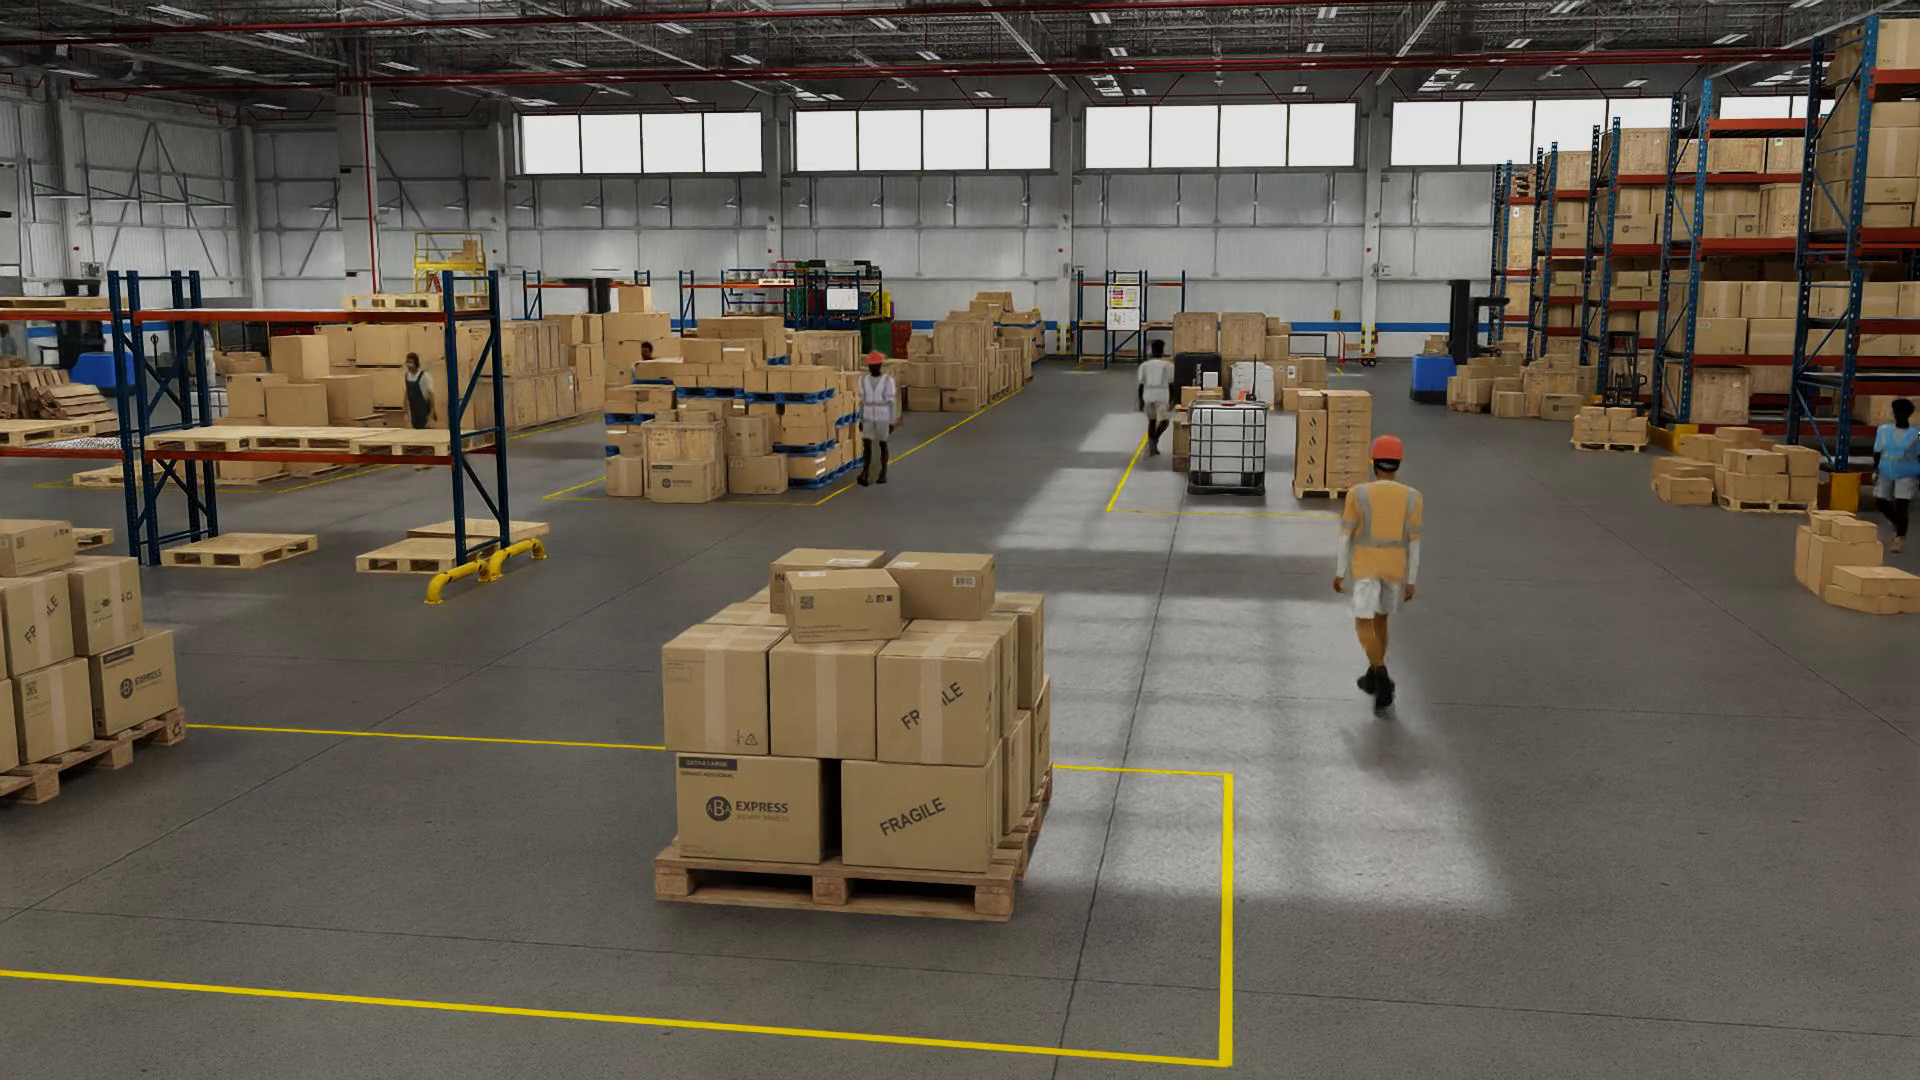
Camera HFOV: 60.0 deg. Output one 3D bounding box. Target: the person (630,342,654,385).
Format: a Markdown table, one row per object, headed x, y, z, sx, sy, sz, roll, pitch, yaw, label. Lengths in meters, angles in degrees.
| x | y | z | sx | sy | sz | roll | pitch | yaw | label |
| --- | --- | --- | --- | --- | --- | --- | --- | --- | --- |
| -5.069 | -2.301 | 27.203 | 0.604 | 1.892 | 0.878 | 2 | 9 | 13 | person |

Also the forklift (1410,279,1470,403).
| x | y | z | sx | sy | sz | roll | pitch | yaw | label |
| --- | --- | --- | --- | --- | --- | --- | --- | --- | --- |
| 11.309 | -4.533 | 37.872 | 1.873 | 2.768 | 1.129 | 1 | 9 | 9 | forklift |

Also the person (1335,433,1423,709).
| x | y | z | sx | sy | sz | roll | pitch | yaw | label |
| --- | --- | --- | --- | --- | --- | --- | --- | --- | --- |
| 2.943 | 0.213 | 11.609 | 0.556 | 1.911 | 0.860 | -1 | 9 | -5 | person |

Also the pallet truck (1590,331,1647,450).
| x | y | z | sx | sy | sz | roll | pitch | yaw | label |
| --- | --- | --- | --- | --- | --- | --- | --- | --- | --- |
| 11.253 | -2.573 | 28.499 | 0.823 | 1.965 | 1.885 | 5 | 10 | 27 | pallet truck |

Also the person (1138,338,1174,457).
| x | y | z | sx | sy | sz | roll | pitch | yaw | label |
| --- | --- | --- | --- | --- | --- | --- | --- | --- | --- |
| 3.157 | -2.286 | 26.861 | 0.616 | 1.947 | 0.536 | 5 | 10 | 28 | person |

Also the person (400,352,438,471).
| x | y | z | sx | sy | sz | roll | pitch | yaw | label |
| --- | --- | --- | --- | --- | --- | --- | --- | --- | --- |
| -8.189 | -1.944 | 25.186 | 0.509 | 1.819 | 0.432 | 5 | 11 | 29 | person |

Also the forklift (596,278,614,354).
| x | y | z | sx | sy | sz | roll | pitch | yaw | label |
| --- | --- | --- | --- | --- | --- | --- | --- | --- | --- |
| -9.692 | -5.768 | 45.485 | 1.873 | 2.768 | 1.129 | -1 | 9 | -6 | forklift |

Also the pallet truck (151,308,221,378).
| x | y | z | sx | sy | sz | roll | pitch | yaw | label |
| --- | --- | --- | --- | --- | --- | --- | --- | --- | --- |
| -21.869 | -5.598 | 47.154 | 0.823 | 1.965 | 1.885 | 4 | 10 | 26 | pallet truck |

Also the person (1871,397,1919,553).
| x | y | z | sx | sy | sz | roll | pitch | yaw | label |
| --- | --- | --- | --- | --- | --- | --- | --- | --- | --- |
| 10.167 | -0.712 | 17.971 | 0.458 | 1.677 | 0.564 | -7 | 12 | -39 | person |

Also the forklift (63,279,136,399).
| x | y | z | sx | sy | sz | roll | pitch | yaw | label |
| --- | --- | --- | --- | --- | --- | --- | --- | --- | --- |
| -20.561 | -4.745 | 39.179 | 1.873 | 2.768 | 1.129 | 1 | 9 | 9 | forklift |

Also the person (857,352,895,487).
| x | y | z | sx | sy | sz | roll | pitch | yaw | label |
| --- | --- | --- | --- | --- | --- | --- | --- | --- | --- |
| -1.200 | -1.691 | 23.379 | 0.569 | 1.888 | 0.957 | 2 | 9 | 13 | person |

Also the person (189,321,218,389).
| x | y | z | sx | sy | sz | roll | pitch | yaw | label |
| --- | --- | --- | --- | --- | --- | --- | --- | --- | --- |
| -18.682 | -4.553 | 41.127 | 0.692 | 1.863 | 0.584 | -5 | 10 | -26 | person |

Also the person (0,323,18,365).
| x | y | z | sx | sy | sz | roll | pitch | yaw | label |
| --- | --- | --- | --- | --- | --- | --- | --- | --- | --- |
| -20.788 | -3.774 | 36.268 | 1.038 | 1.881 | 0.652 | -6 | 11 | -32 | person |
